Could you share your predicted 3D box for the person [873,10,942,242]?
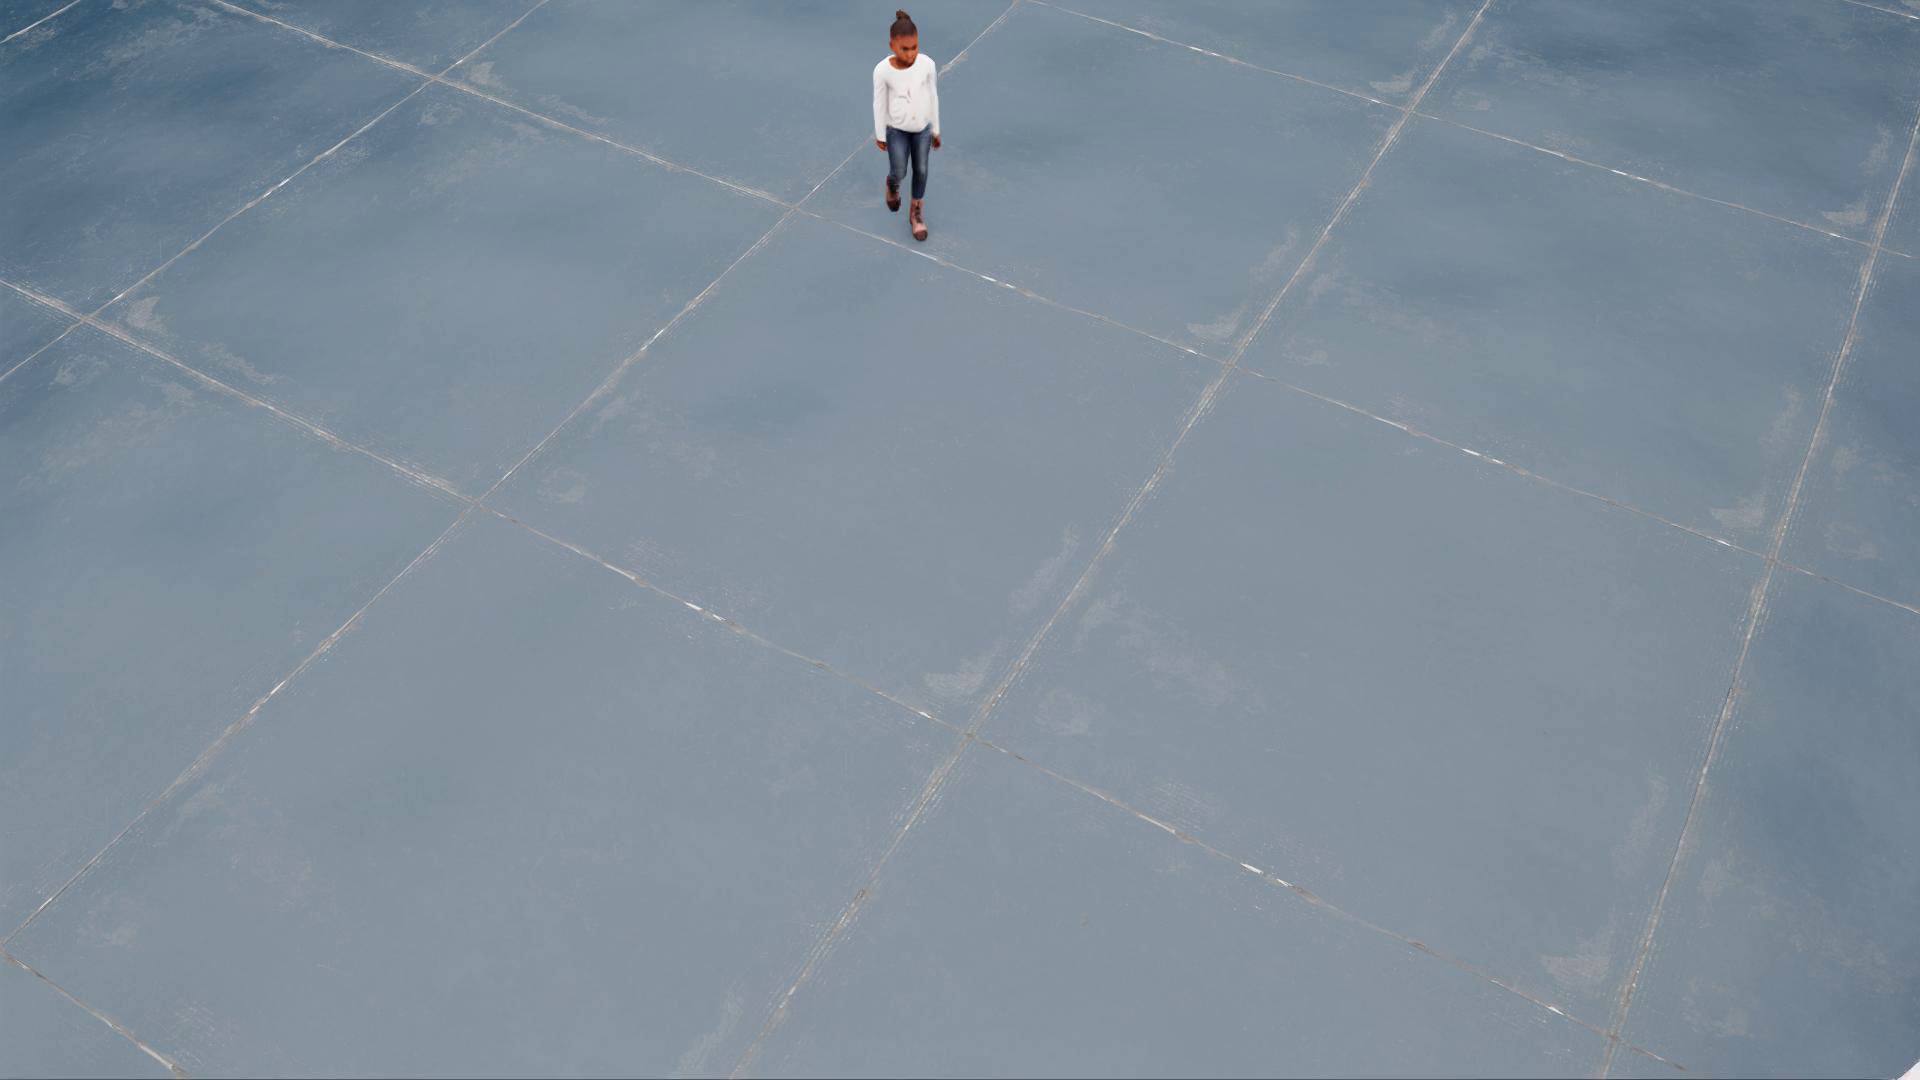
[{"bbox_3d":[-0.323,-2.487,9.883,0.737,1.445,0.801,-13,49,-12],"label":"person"}]
